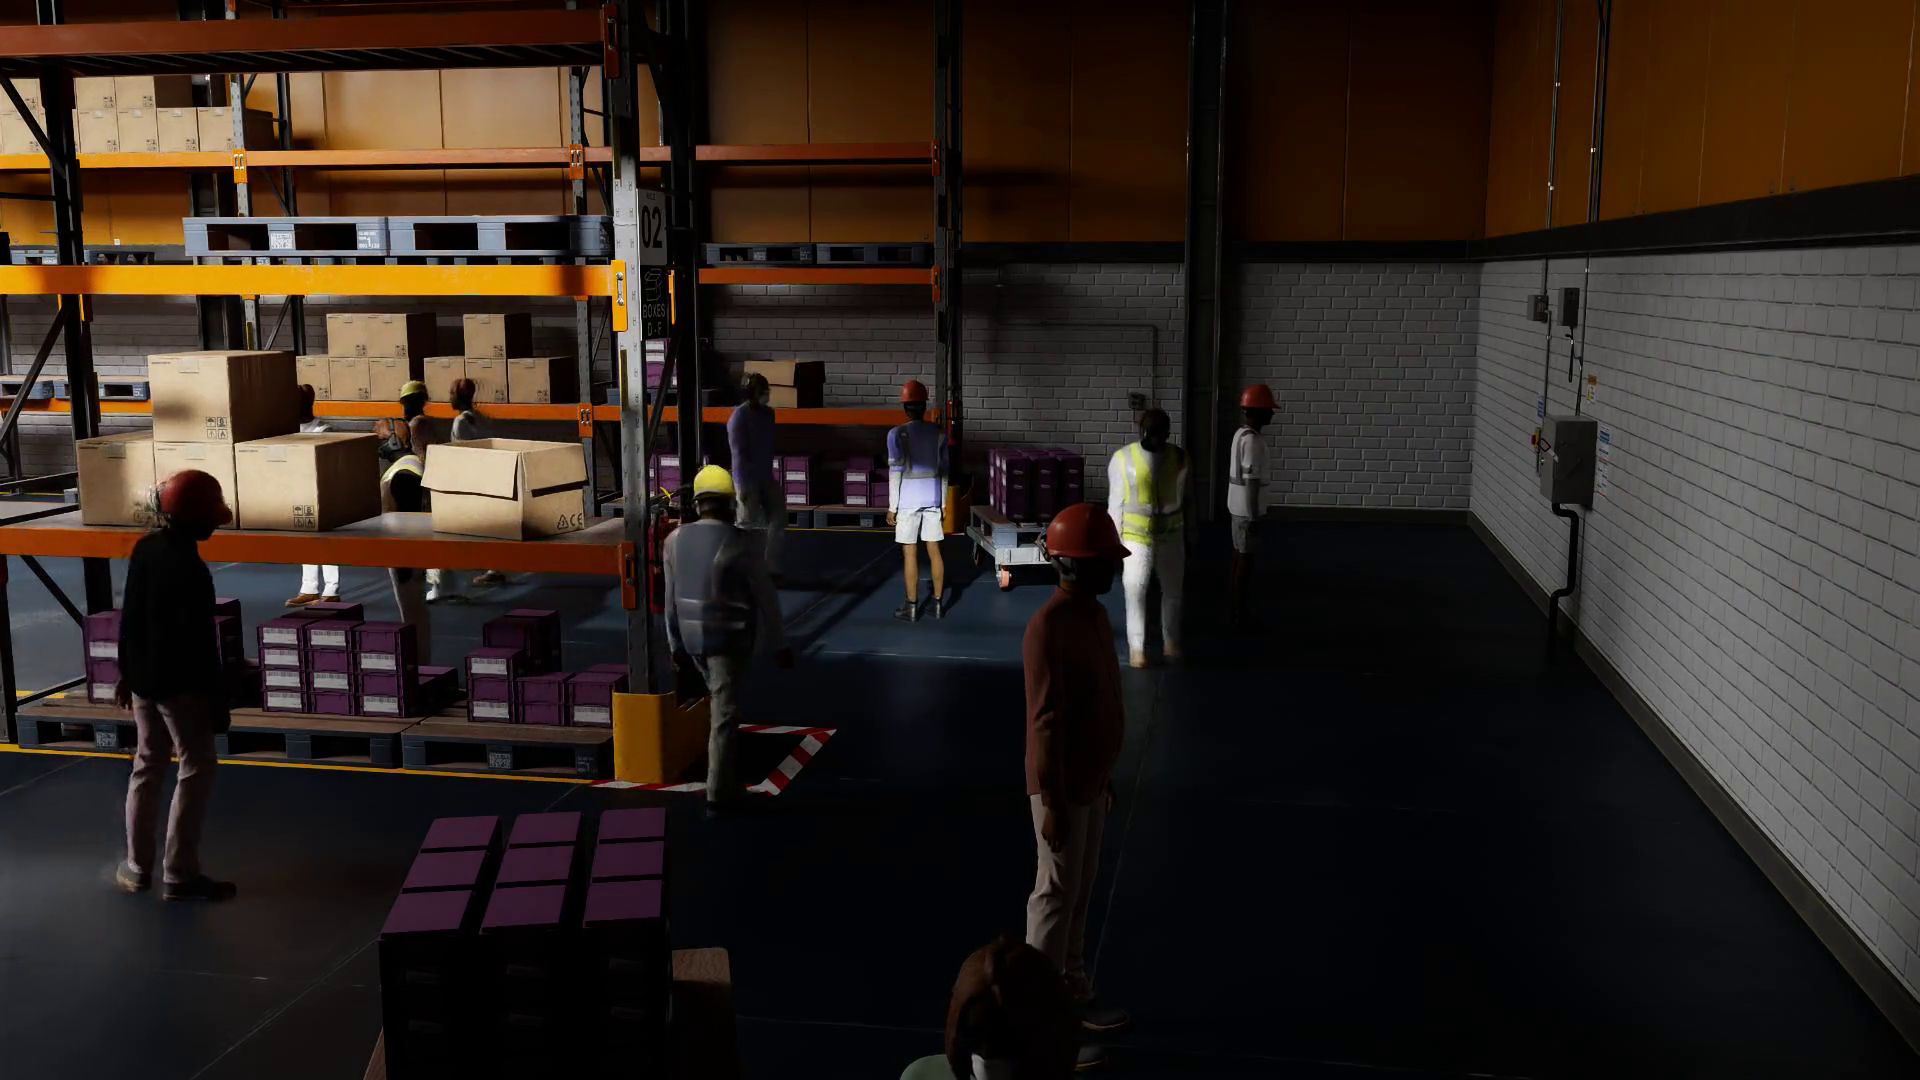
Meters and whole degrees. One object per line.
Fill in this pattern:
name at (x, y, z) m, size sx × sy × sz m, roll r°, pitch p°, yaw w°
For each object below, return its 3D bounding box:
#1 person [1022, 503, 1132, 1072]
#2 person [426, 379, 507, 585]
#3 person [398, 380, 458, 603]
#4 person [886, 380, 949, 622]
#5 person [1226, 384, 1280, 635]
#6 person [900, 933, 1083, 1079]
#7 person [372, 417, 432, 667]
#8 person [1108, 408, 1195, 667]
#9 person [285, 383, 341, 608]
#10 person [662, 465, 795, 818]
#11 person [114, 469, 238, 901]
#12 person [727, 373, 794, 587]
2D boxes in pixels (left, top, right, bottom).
person at (0.415, 0.855, 5.920) m, size 0.382 × 1.995 × 0.612 m, roll 3°, pitch 10°, yaw 20°
person at (-4.473, -0.505, 14.802) m, size 0.870 × 1.847 × 0.595 m, roll 1°, pitch 9°, yaw 8°
person at (-4.545, -0.417, 14.164) m, size 0.504 × 1.878 × 0.616 m, roll 0°, pitch 9°, yaw 1°
person at (-0.352, -0.312, 13.349) m, size 0.547 × 1.934 × 0.376 m, roll -5°, pitch 11°, yaw -29°
person at (2.266, -0.241, 12.899) m, size 0.379 × 1.938 × 0.547 m, roll 0°, pitch 9°, yaw 2°
person at (0.085, 1.500, 3.042) m, size 0.497 × 1.633 × 0.288 m, roll 4°, pitch 10°, yaw 24°
person at (-3.736, 0.095, 11.141) m, size 0.429 × 1.837 × 0.628 m, roll -4°, pitch 10°, yaw -22°
person at (1.364, -0.022, 11.845) m, size 0.640 × 1.842 × 0.429 m, roll -1°, pitch 9°, yaw -6°
person at (-5.366, -0.354, 13.765) m, size 0.575 × 1.885 × 0.360 m, roll 6°, pitch 11°, yaw 32°
person at (-1.188, 0.514, 8.639) m, size 0.643 × 1.800 × 0.591 m, roll 7°, pitch 11°, yaw 35°
person at (-3.546, 0.641, 7.438) m, size 0.789 × 1.948 × 0.421 m, roll 7°, pitch 11°, yaw 36°
person at (-1.731, -0.496, 14.529) m, size 0.670 × 1.916 × 0.666 m, roll 5°, pitch 10°, yaw 29°
